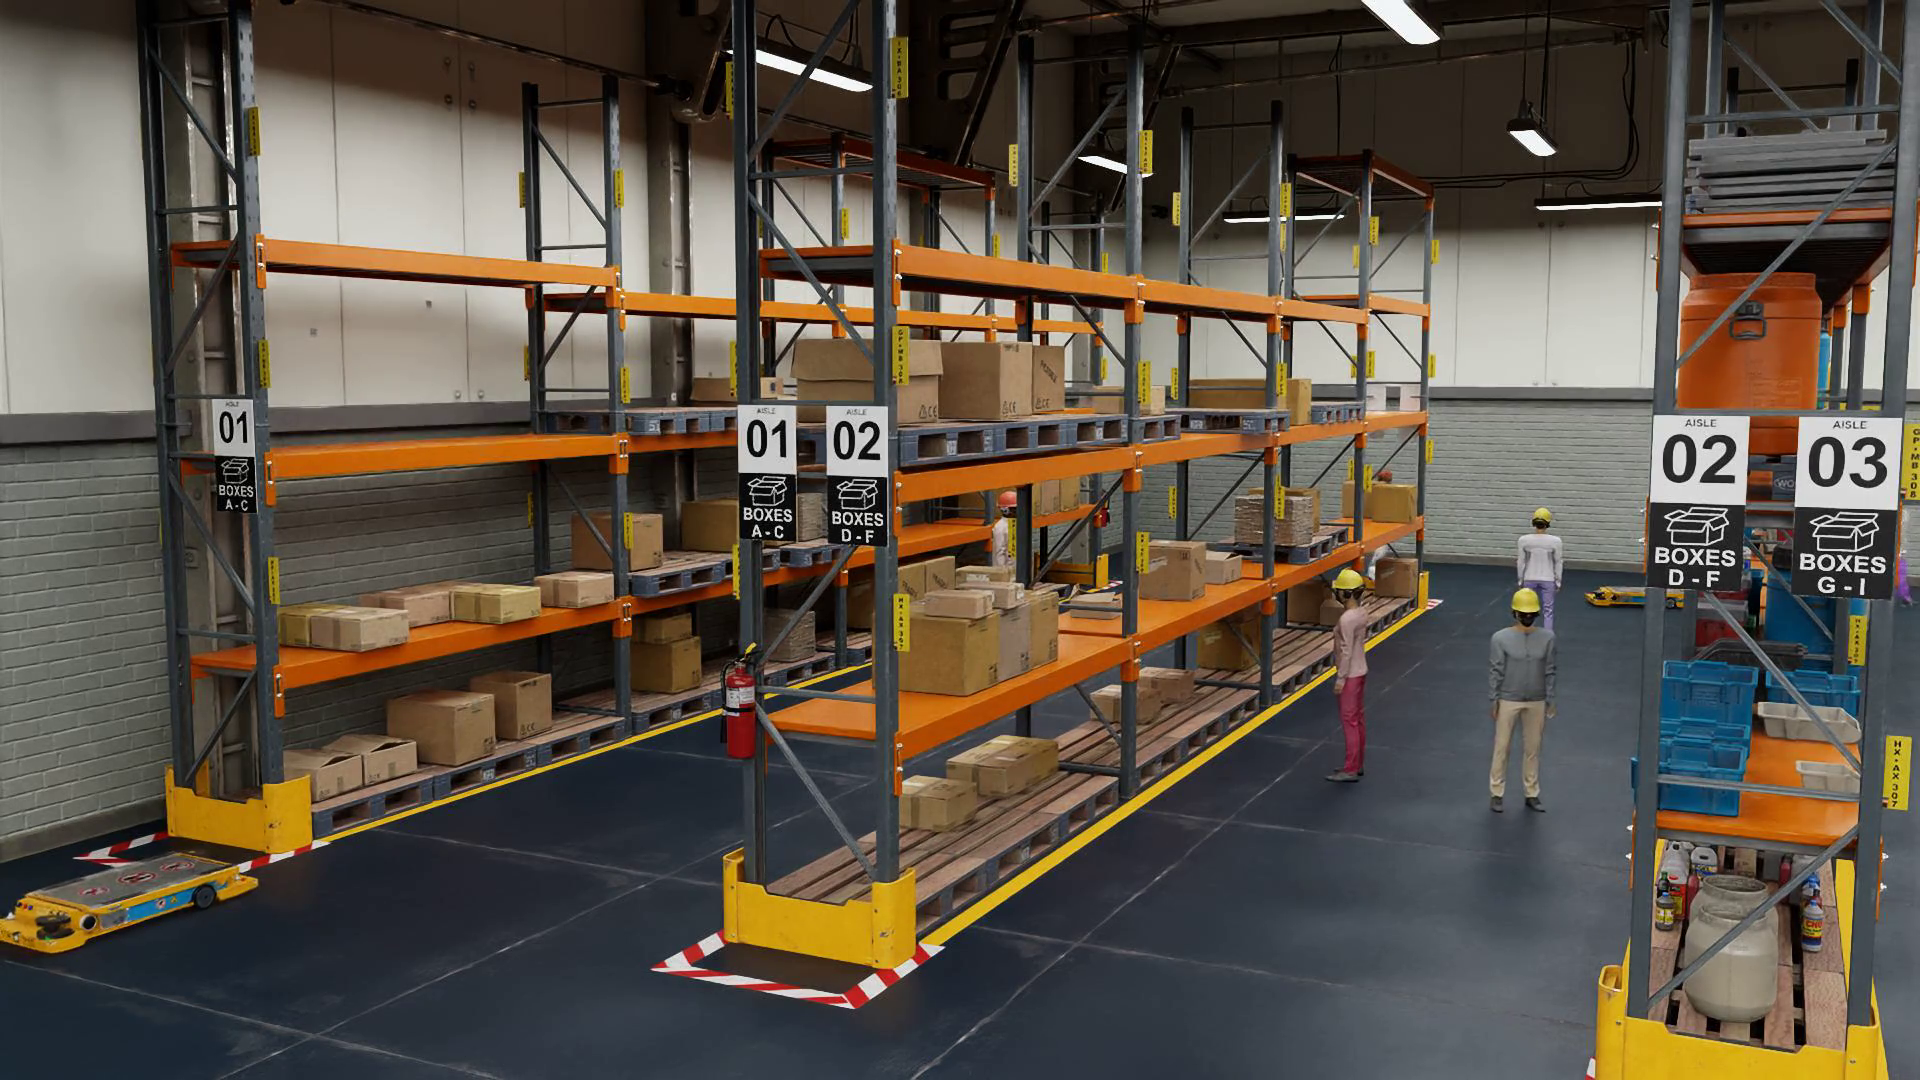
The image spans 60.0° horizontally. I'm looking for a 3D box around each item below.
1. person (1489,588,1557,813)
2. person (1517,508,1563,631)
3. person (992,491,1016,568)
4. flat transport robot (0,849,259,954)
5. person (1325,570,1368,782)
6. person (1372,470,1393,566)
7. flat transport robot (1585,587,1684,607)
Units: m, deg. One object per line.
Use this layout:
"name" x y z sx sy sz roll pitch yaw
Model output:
"person" 4.341 1.239 12.824 0.529 1.761 0.360 0 6 -2
"person" 6.961 0.497 19.978 0.527 1.768 0.313 3 6 25
"person" 0.561 0.422 19.602 0.378 1.995 0.609 1 6 14
"flat transport robot" -5.200 2.224 10.372 0.652 0.197 1.431 3 7 28
"person" 3.229 1.127 13.853 0.311 1.768 0.532 3 7 27
"person" 6.542 -0.159 25.829 0.627 1.872 0.393 -4 7 -34
"flat transport robot" 9.858 0.818 24.045 1.431 0.197 0.652 1 6 10
